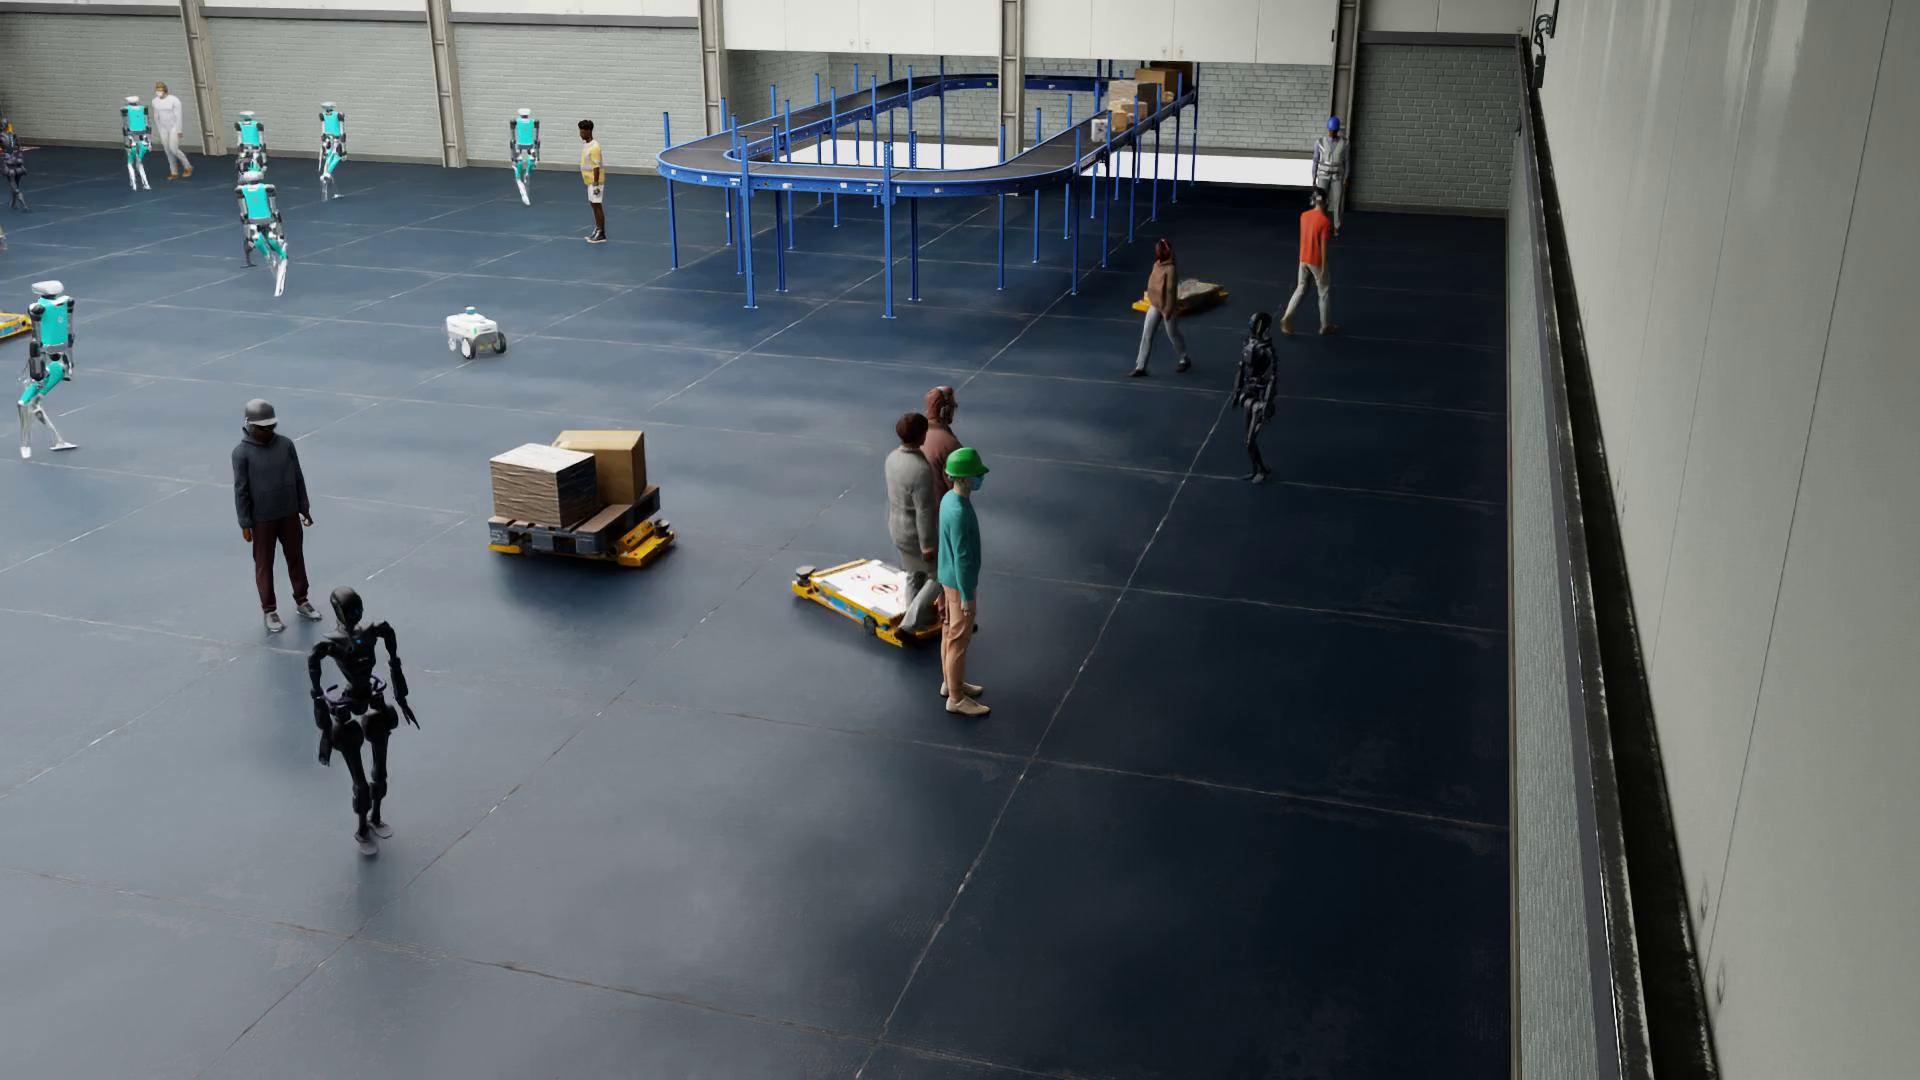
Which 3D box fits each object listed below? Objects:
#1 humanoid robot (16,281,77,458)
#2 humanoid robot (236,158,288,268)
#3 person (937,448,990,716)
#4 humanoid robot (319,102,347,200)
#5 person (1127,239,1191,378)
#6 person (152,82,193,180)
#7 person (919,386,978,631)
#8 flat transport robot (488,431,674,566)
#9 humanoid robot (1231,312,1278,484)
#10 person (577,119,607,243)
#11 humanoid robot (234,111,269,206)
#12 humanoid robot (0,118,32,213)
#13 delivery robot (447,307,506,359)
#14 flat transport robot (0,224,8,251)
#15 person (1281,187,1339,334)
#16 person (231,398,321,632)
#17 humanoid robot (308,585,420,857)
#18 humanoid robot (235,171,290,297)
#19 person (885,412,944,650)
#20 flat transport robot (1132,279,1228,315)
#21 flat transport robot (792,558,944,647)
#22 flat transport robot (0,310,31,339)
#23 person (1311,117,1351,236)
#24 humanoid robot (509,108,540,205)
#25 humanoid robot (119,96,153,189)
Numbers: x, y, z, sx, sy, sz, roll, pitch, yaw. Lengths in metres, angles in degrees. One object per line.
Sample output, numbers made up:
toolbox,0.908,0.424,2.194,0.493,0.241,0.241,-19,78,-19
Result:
humanoid robot,-9.218,-1.708,16.567,0.870,1.768,0.596,5,22,13
humanoid robot,-10.633,-4.949,25.139,0.590,1.650,0.743,15,26,34
person,0.020,0.270,11.246,0.348,1.872,0.532,-2,21,-6
humanoid robot,-11.610,-7.049,30.570,0.544,1.903,0.727,8,22,20
person,2.381,-2.696,19.298,0.849,1.610,0.478,-12,24,-28
person,-15.575,-8.078,32.864,0.636,1.911,0.515,6,22,15
person,-0.132,-0.225,12.490,0.414,1.908,0.642,-14,25,-33
flat transport robot,-3.249,-0.029,14.252,1.431,0.231,0.659,6,22,15
humanoid robot,2.791,-1.348,15.713,0.344,1.645,0.599,-10,23,-24
person,-5.936,-5.810,26.903,0.375,1.958,0.602,-8,23,-21
humanoid robot,-12.672,-6.658,29.487,0.530,1.778,1.018,3,21,7
humanoid robot,-16.887,-6.640,29.493,0.759,1.630,0.610,7,22,19
delivery robot,-5.960,-2.542,20.379,0.789,0.598,0.499,20,29,41
flat transport robot,-15.114,-4.160,24.967,0.659,0.231,1.431,-3,21,-7
person,4.455,-3.517,21.063,0.857,1.877,0.482,-18,27,-38
person,-5.187,-0.205,12.576,0.552,1.806,0.381,-20,29,-41
humanoid robot,-3.424,1.017,9.597,0.517,1.643,0.591,19,28,40
humanoid robot,-9.681,-4.258,23.302,0.548,1.878,0.809,-2,21,-6
person,-0.305,-0.051,12.155,0.449,1.818,0.543,-14,25,-33
flat transport robot,3.035,-3.328,22.811,0.659,0.231,1.431,16,26,36
flat transport robot,-0.642,0.456,12.994,0.659,0.231,1.431,-17,27,-37
flat transport robot,-12.365,-2.626,20.988,0.659,0.231,1.431,4,21,10
person,6.098,-5.984,27.392,0.616,1.932,0.416,3,21,7
humanoid robot,-7.950,-6.946,30.240,0.556,1.837,0.884,-11,24,-26
humanoid robot,-15.775,-7.556,31.791,0.672,1.841,0.530,17,27,37
